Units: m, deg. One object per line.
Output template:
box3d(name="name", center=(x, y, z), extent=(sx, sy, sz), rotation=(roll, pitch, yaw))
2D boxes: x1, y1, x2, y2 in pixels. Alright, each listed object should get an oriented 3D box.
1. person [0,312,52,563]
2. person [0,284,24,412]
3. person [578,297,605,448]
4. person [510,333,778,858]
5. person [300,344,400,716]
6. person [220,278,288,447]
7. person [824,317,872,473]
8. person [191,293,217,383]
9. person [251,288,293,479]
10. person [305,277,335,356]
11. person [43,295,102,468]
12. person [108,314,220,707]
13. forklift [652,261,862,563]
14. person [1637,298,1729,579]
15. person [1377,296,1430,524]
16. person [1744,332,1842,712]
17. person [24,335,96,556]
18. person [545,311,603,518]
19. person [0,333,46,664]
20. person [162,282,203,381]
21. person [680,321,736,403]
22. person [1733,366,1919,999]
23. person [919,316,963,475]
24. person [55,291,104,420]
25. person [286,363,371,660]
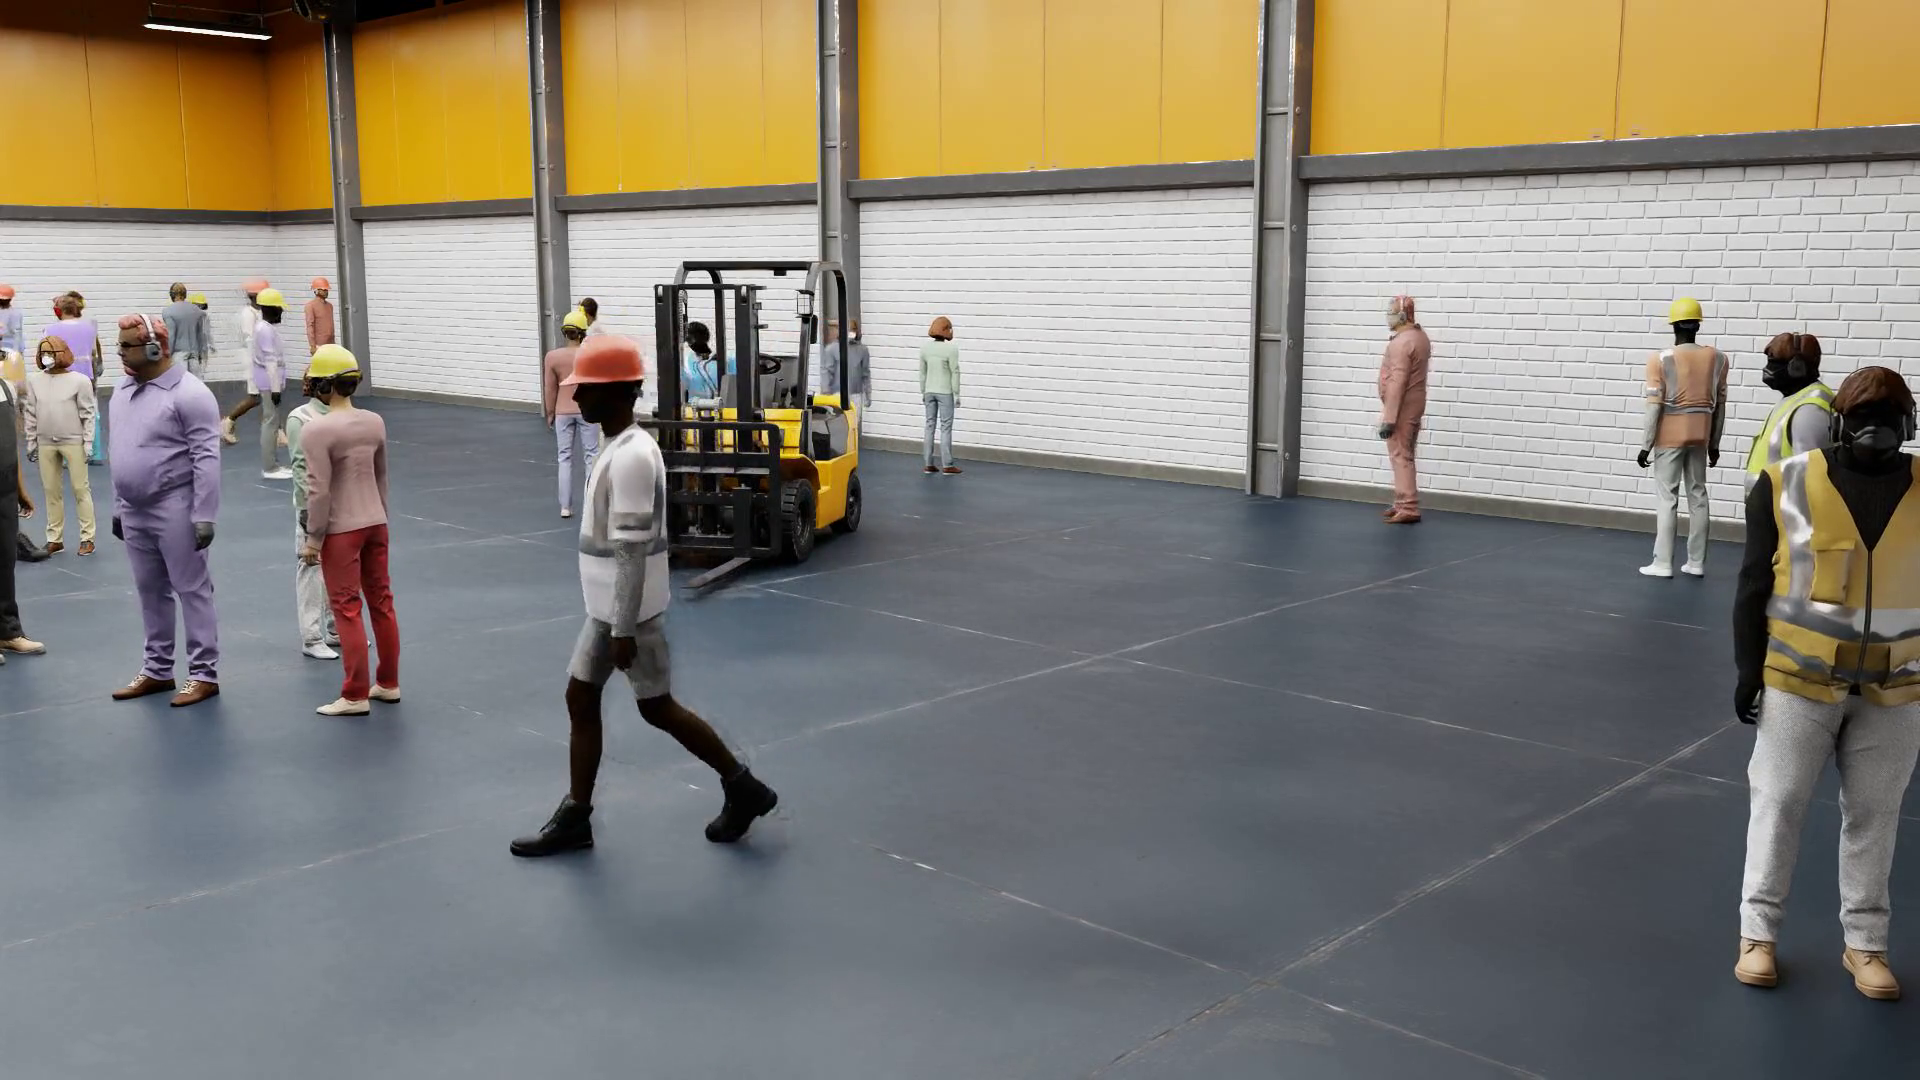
box3d(name="person", center=(-7.063, -0.796, 12.155), extent=(0.985, 1.896, 0.544), rotation=(4, 10, 22))
box3d(name="person", center=(-13.948, -2.794, 24.379), extent=(0.581, 1.894, 0.607), rotation=(3, 10, 18))
box3d(name="person", center=(-3.713, -1.560, 17.062), extent=(0.452, 1.828, 0.698), rotation=(-1, 9, -7))
box3d(name="person", center=(-1.138, 0.204, 5.999), extent=(0.932, 1.907, 0.553), rotation=(-3, 10, -17))
box3d(name="person", center=(-2.923, -0.043, 7.917), extent=(0.331, 1.768, 0.526), rotation=(4, 10, 21))
box3d(name="person", center=(-8.352, -2.088, 19.682), extent=(0.875, 2.021, 0.619), rotation=(0, 9, 1))
box3d(name="person", center=(-1.143, -1.495, 17.228), extent=(0.520, 1.620, 0.341), rotation=(-5, 11, -30))
box3d(name="person", center=(-12.300, -3.130, 26.945), extent=(0.536, 1.722, 0.499), rotation=(3, 10, 16))
box3d(name="person", center=(-6.969, -1.583, 16.866), extent=(0.376, 1.925, 0.591), rotation=(-5, 10, -26))
box3d(name="person", center=(-9.639, -2.975, 25.189), extent=(0.388, 1.992, 0.625), rotation=(2, 10, 13))
box3d(name="person", center=(-9.421, -1.677, 17.702), extent=(0.373, 1.839, 0.570), rotation=(5, 10, 26))
box3d(name="person", center=(-3.900, -0.140, 8.100), extent=(0.639, 1.904, 0.402), rotation=(4, 10, 25))
box3d(name="forklift", center=(-1.552, -1.040, 12.721), extent=(1.214, 2.155, 2.313), rotation=(2, 9, 11))
box3d(name="person", center=(4.935, -0.692, 11.408), extent=(0.593, 1.923, 0.382), rotation=(-1, 9, -8))
box3d(name="person", center=(3.720, -1.081, 13.942), extent=(0.462, 1.900, 0.702), rotation=(5, 11, 30))
box3d(name="person", center=(3.943, -0.066, 7.893), extent=(0.431, 1.831, 0.645), rotation=(3, 10, 17))
box3d(name="person", center=(-6.655, -0.694, 12.313), extent=(0.500, 1.633, 0.285), rotation=(0, 9, -2))
box3d(name="person", center=(-3.256, -1.063, 14.167), extent=(0.529, 1.767, 0.329), rotation=(0, 9, 2))
box3d(name="person", center=(-5.241, -0.250, 8.961), extent=(0.343, 1.840, 0.506), rotation=(3, 10, 16))
box3d(name="person", center=(-10.659, -2.564, 22.842), extent=(0.354, 1.937, 0.635), rotation=(4, 10, 22))
box3d(name="person", center=(-2.156, -1.113, 14.796), extent=(0.688, 1.659, 0.372), rotation=(1, 9, 4))
box3d(name="person", center=(2.590, 0.417, 4.863), extent=(0.619, 1.845, 0.430), rotation=(3, 10, 17))
box3d(name="person", center=(-0.204, -1.492, 17.206), extent=(0.501, 1.632, 0.280), rotation=(7, 12, 37))
box3d(name="person", center=(-11.260, -2.250, 21.252), extent=(0.518, 1.824, 0.934), rotation=(-4, 10, -24))
box3d(name="person", center=(-3.477, -0.177, 9.136), extent=(0.314, 1.636, 0.515), rotation=(3, 10, 16))
